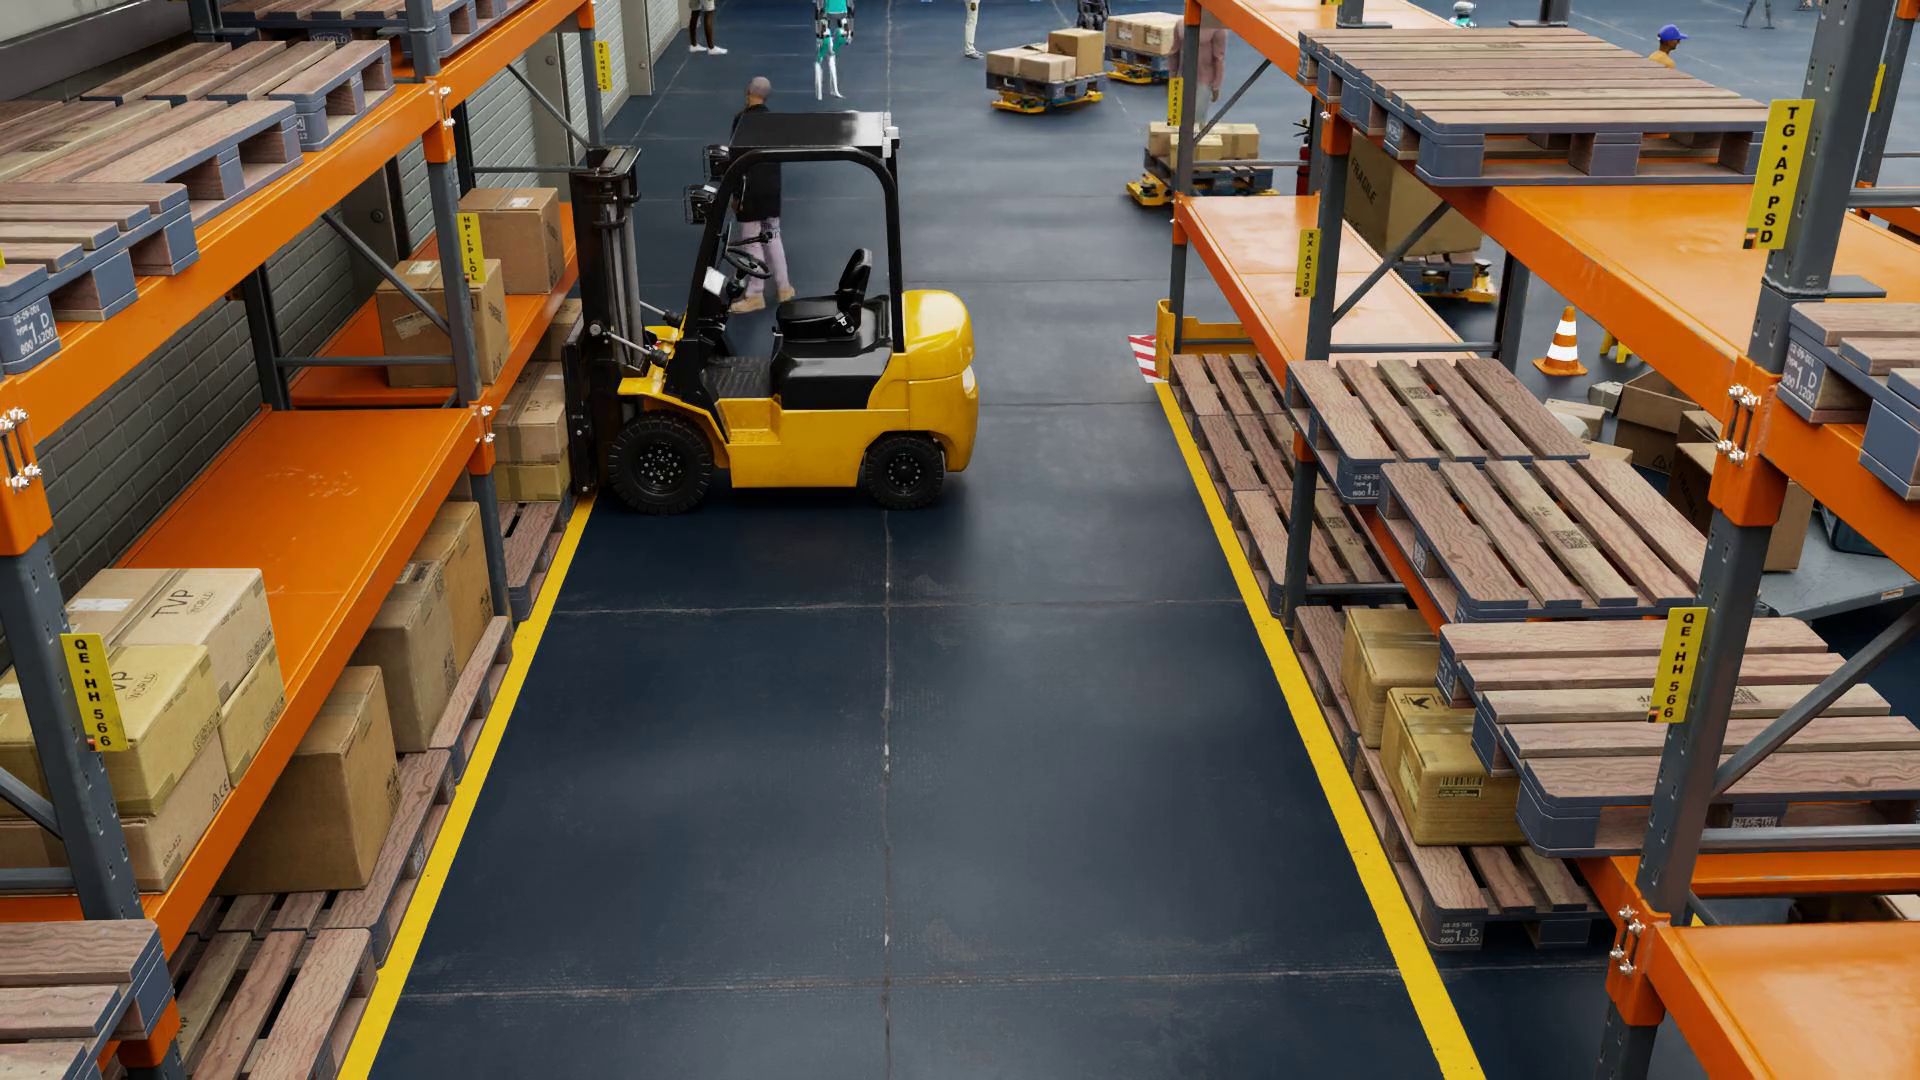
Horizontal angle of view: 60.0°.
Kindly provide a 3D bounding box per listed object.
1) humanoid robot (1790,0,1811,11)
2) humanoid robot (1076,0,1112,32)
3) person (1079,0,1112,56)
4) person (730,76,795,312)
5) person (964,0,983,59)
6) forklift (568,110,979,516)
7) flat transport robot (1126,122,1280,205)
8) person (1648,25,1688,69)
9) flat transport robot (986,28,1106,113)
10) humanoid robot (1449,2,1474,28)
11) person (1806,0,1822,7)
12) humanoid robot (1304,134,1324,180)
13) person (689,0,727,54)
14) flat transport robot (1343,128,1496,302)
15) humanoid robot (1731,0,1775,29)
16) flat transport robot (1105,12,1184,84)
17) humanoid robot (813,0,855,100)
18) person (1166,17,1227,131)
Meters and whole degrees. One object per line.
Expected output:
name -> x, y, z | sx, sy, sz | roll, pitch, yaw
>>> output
humanoid robot -> 14.887, -10.145, 29.128 | 0.338, 1.650, 0.596 | 18, 31, 33
humanoid robot -> 1.893, -7.364, 23.246 | 0.609, 1.654, 0.368 | -16, 30, -30
person -> 2.018, -8.071, 24.586 | 0.731, 1.815, 0.568 | -11, 27, -21
person -> -1.641, -2.761, 13.346 | 0.385, 1.822, 0.691 | 16, 30, 30
person -> 0.219, -8.005, 24.529 | 0.351, 1.743, 0.566 | 0, 25, 0
forklift -> -1.043, -1.379, 9.976 | 2.313, 2.155, 1.214 | -1, 25, -2
flat transport robot -> 2.466, -3.582, 16.888 | 1.431, 0.231, 0.659 | -4, 26, -8
person -> 6.969, -4.268, 16.646 | 0.349, 1.718, 0.439 | -4, 26, -8
flat transport robot -> 1.122, -5.696, 21.365 | 0.659, 0.231, 1.431 | 23, 34, 40
humanoid robot -> 5.570, -4.913, 18.005 | 1.028, 1.732, 0.538 | 3, 25, 7
person -> 15.413, -10.476, 29.603 | 0.520, 1.886, 0.394 | 1, 25, 2
humanoid robot -> 3.365, -3.600, 15.277 | 0.322, 1.655, 0.591 | 20, 32, 36
person -> -3.881, -8.267, 24.910 | 0.380, 1.894, 0.557 | -19, 31, -34
flat transport robot -> 3.734, -2.210, 13.983 | 1.431, 0.231, 0.659 | 4, 26, 9
humanoid robot -> 13.124, -9.204, 27.164 | 0.656, 1.634, 0.610 | 15, 29, 28
flat transport robot -> 2.791, -6.565, 23.206 | 1.431, 0.231, 0.659 | -16, 30, -30
humanoid robot -> -1.679, -6.591, 21.568 | 0.542, 1.783, 0.765 | -10, 27, -21
person -> 2.476, -4.818, 17.559 | 0.629, 1.942, 0.371 | 18, 31, 34
